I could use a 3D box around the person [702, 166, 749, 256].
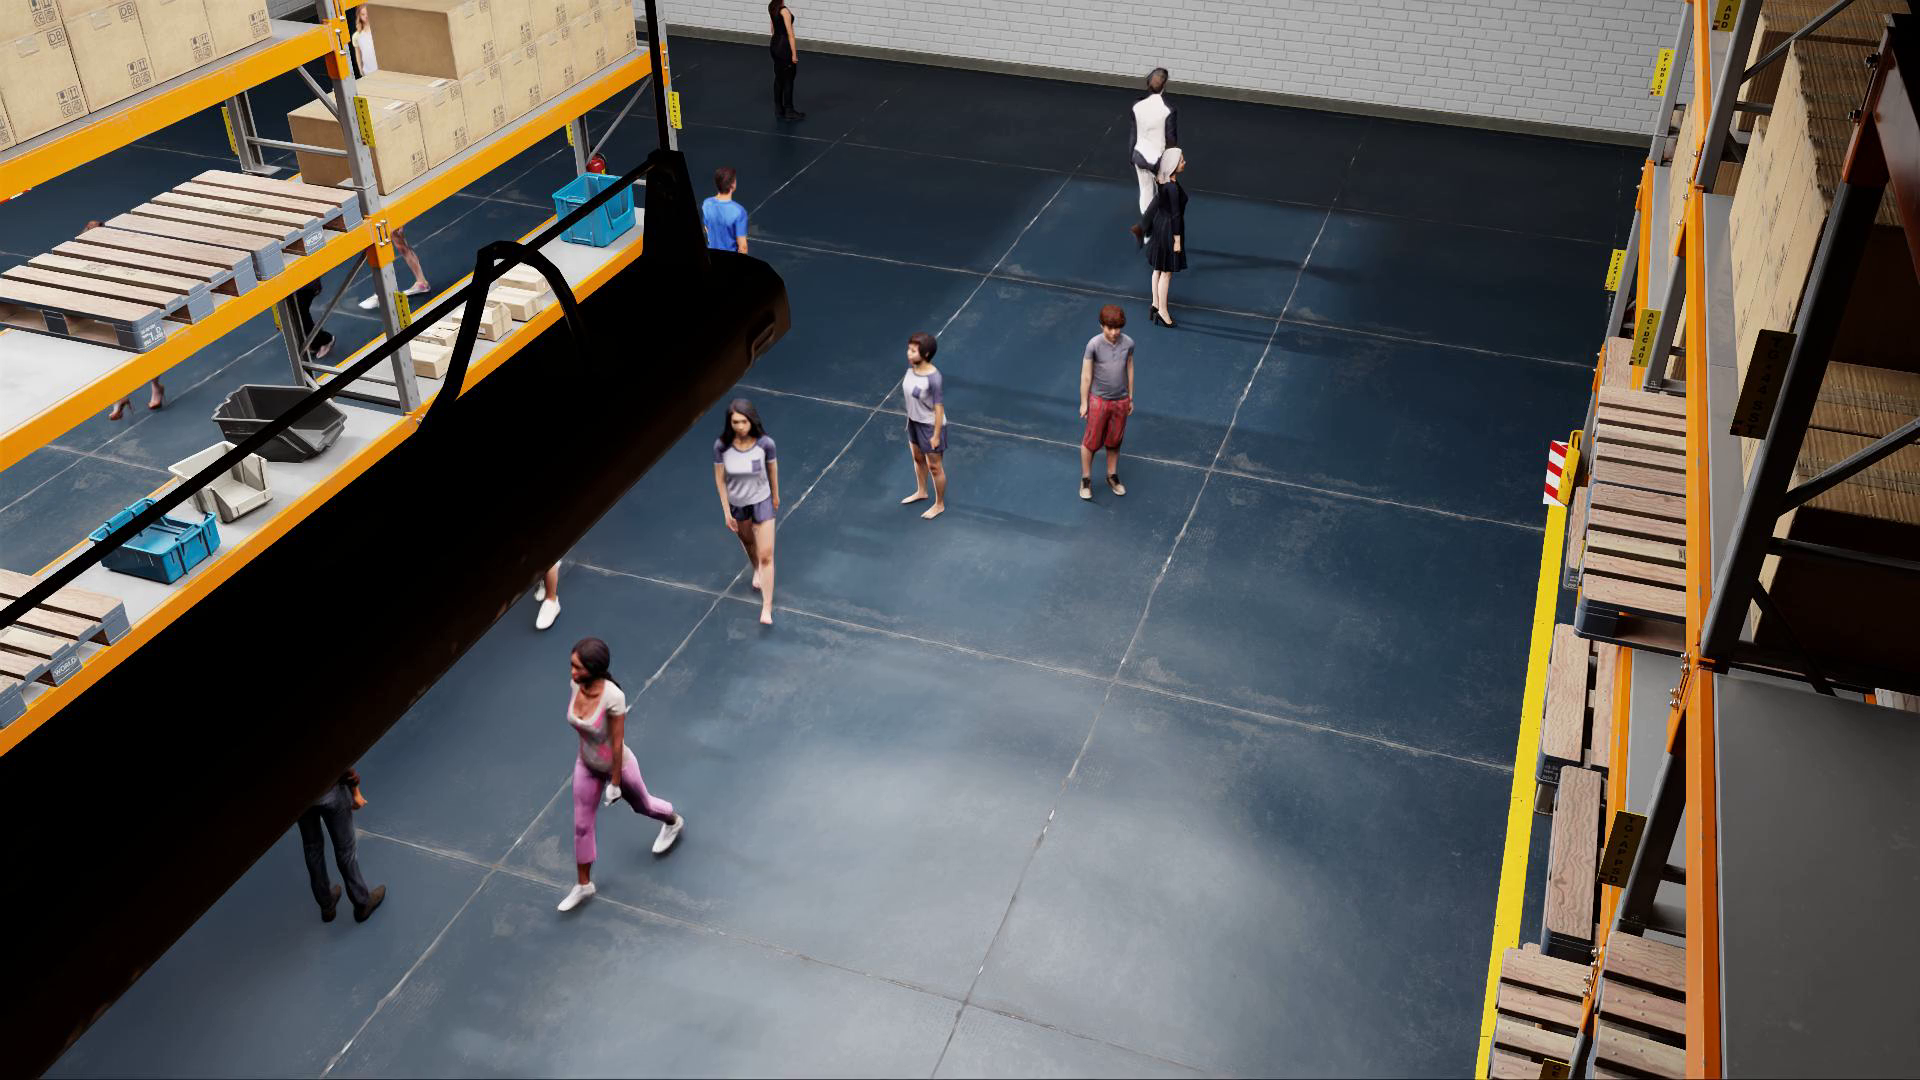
[{"bbox_3d":[-2.136,-2.371,14.864,0.620,1.814,1.182,11,35,16],"label":"person"}]

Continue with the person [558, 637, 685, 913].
[{"bbox_3d":[-1.936,1.264,9.498,0.752,1.700,1.205,20,38,27],"label":"person"}]

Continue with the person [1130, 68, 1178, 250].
[{"bbox_3d":[1.944,-3.868,17.058,0.829,1.879,1.026,20,38,27],"label":"person"}]

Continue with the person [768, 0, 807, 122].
[{"bbox_3d":[-2.175,-6.031,20.483,0.711,1.689,0.685,-24,40,-31],"label":"person"}]

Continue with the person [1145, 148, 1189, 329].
[{"bbox_3d":[1.963,-2.855,15.653,0.761,1.746,0.666,-6,34,-9],"label":"person"}]

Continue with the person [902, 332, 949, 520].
[{"bbox_3d":[-0.268,-0.911,12.892,0.687,1.565,0.652,-21,39,-29],"label":"person"}]

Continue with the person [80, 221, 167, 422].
[{"bbox_3d":[-7.072,-1.894,14.178,0.610,1.779,0.764,15,36,21],"label":"person"}]

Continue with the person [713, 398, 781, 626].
[{"bbox_3d":[-1.509,-0.309,11.897,0.840,1.664,1.123,-1,34,-1],"label":"person"}]

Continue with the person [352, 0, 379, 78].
[{"bbox_3d":[-6.854,-5.478,19.636,0.988,1.706,1.095,-10,35,-15],"label":"person"}]

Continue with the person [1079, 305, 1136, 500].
[{"bbox_3d":[1.163,-1.109,13.115,0.674,1.648,0.683,-6,34,-10],"label":"person"}]
